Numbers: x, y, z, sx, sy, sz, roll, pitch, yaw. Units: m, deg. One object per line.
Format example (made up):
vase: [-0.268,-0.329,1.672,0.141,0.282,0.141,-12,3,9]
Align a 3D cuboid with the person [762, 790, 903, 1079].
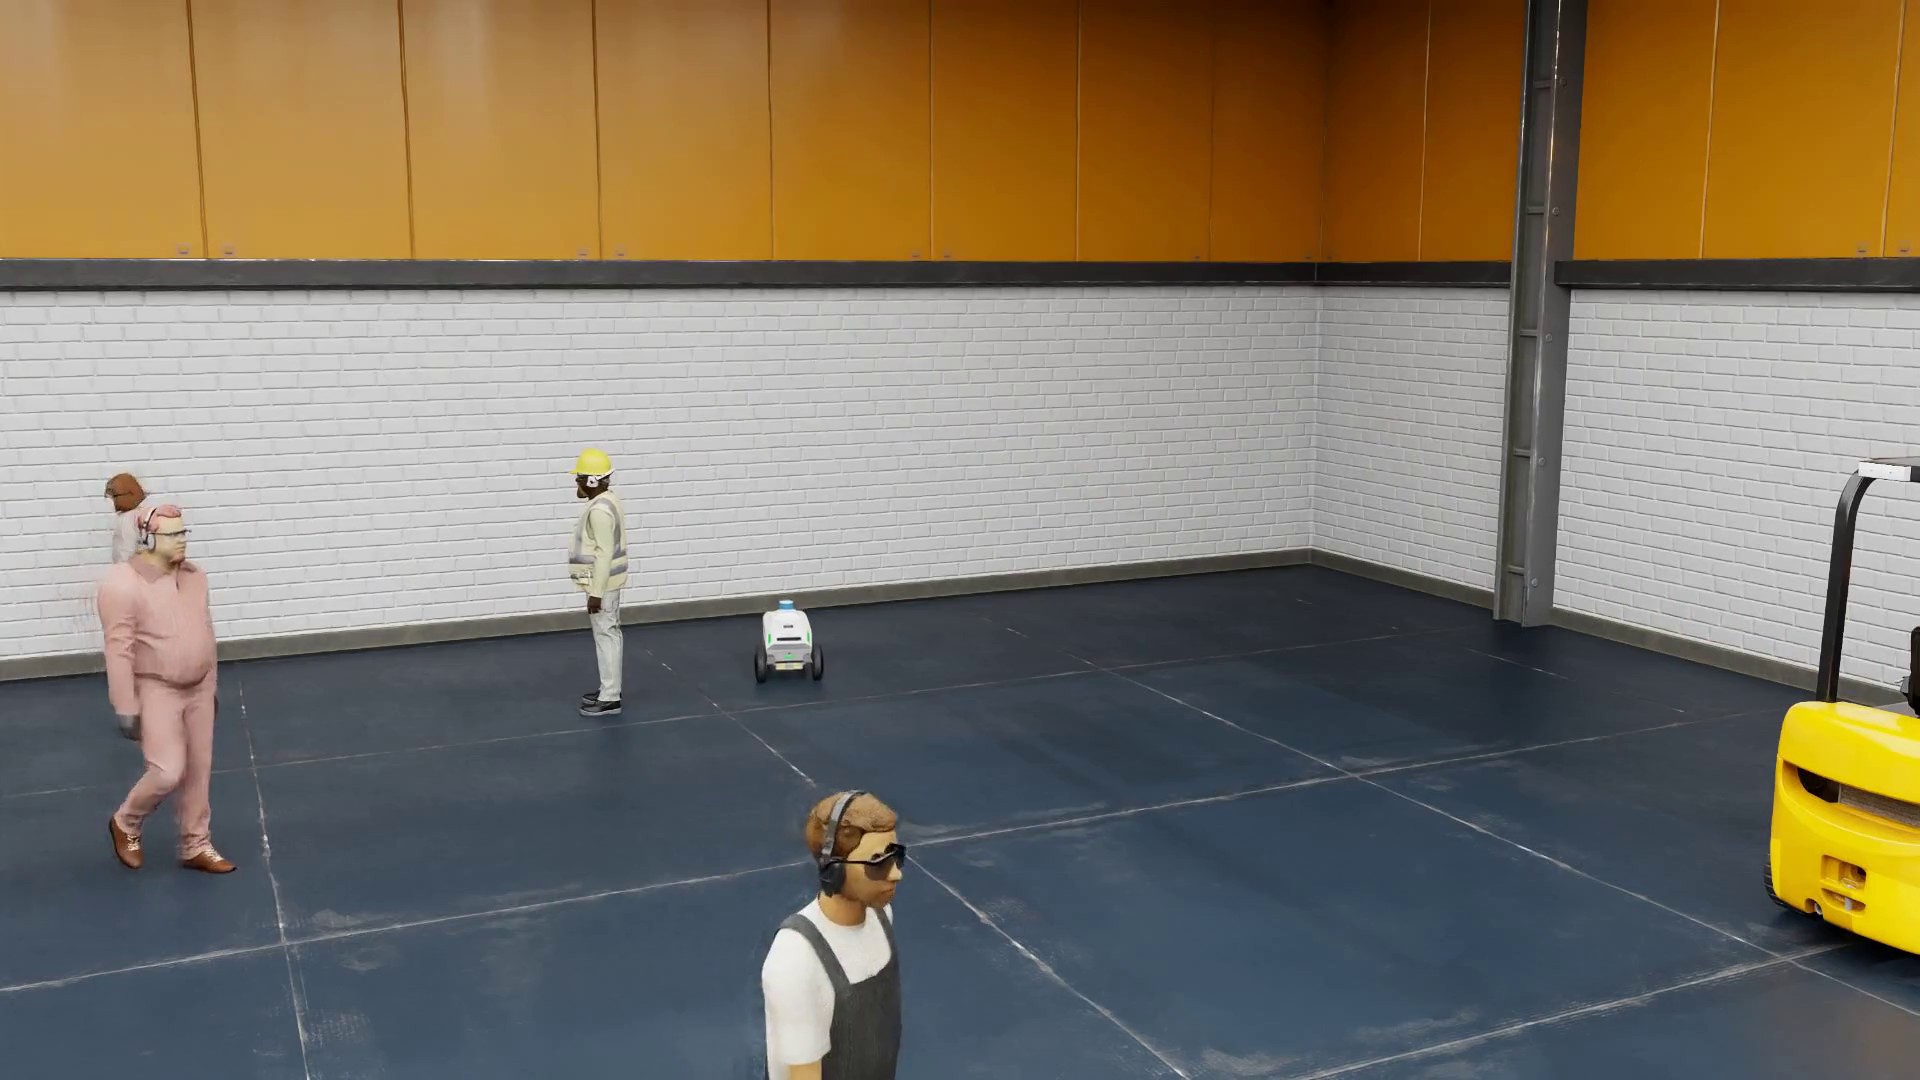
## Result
person: [-0.216,1.496,4.014,0.917,1.804,0.513,5,11,31]

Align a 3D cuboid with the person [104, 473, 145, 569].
person: [-5.938,0.314,11.961,0.306,1.611,0.560,-3,10,-21]

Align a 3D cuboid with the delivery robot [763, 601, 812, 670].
delivery robot: [-1.305,0.700,12.532,0.477,0.478,0.707,-1,9,-9]

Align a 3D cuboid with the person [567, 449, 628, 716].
person: [-2.488,0.285,11.438,0.403,1.835,0.586,-1,9,-7]

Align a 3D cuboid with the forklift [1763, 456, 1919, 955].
forklift: [4.857,0.731,7.561,2.313,2.155,1.214,-4,10,-25]

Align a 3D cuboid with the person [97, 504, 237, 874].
person: [-3.963,0.757,8.310,0.513,1.895,0.663,3,10,18]
